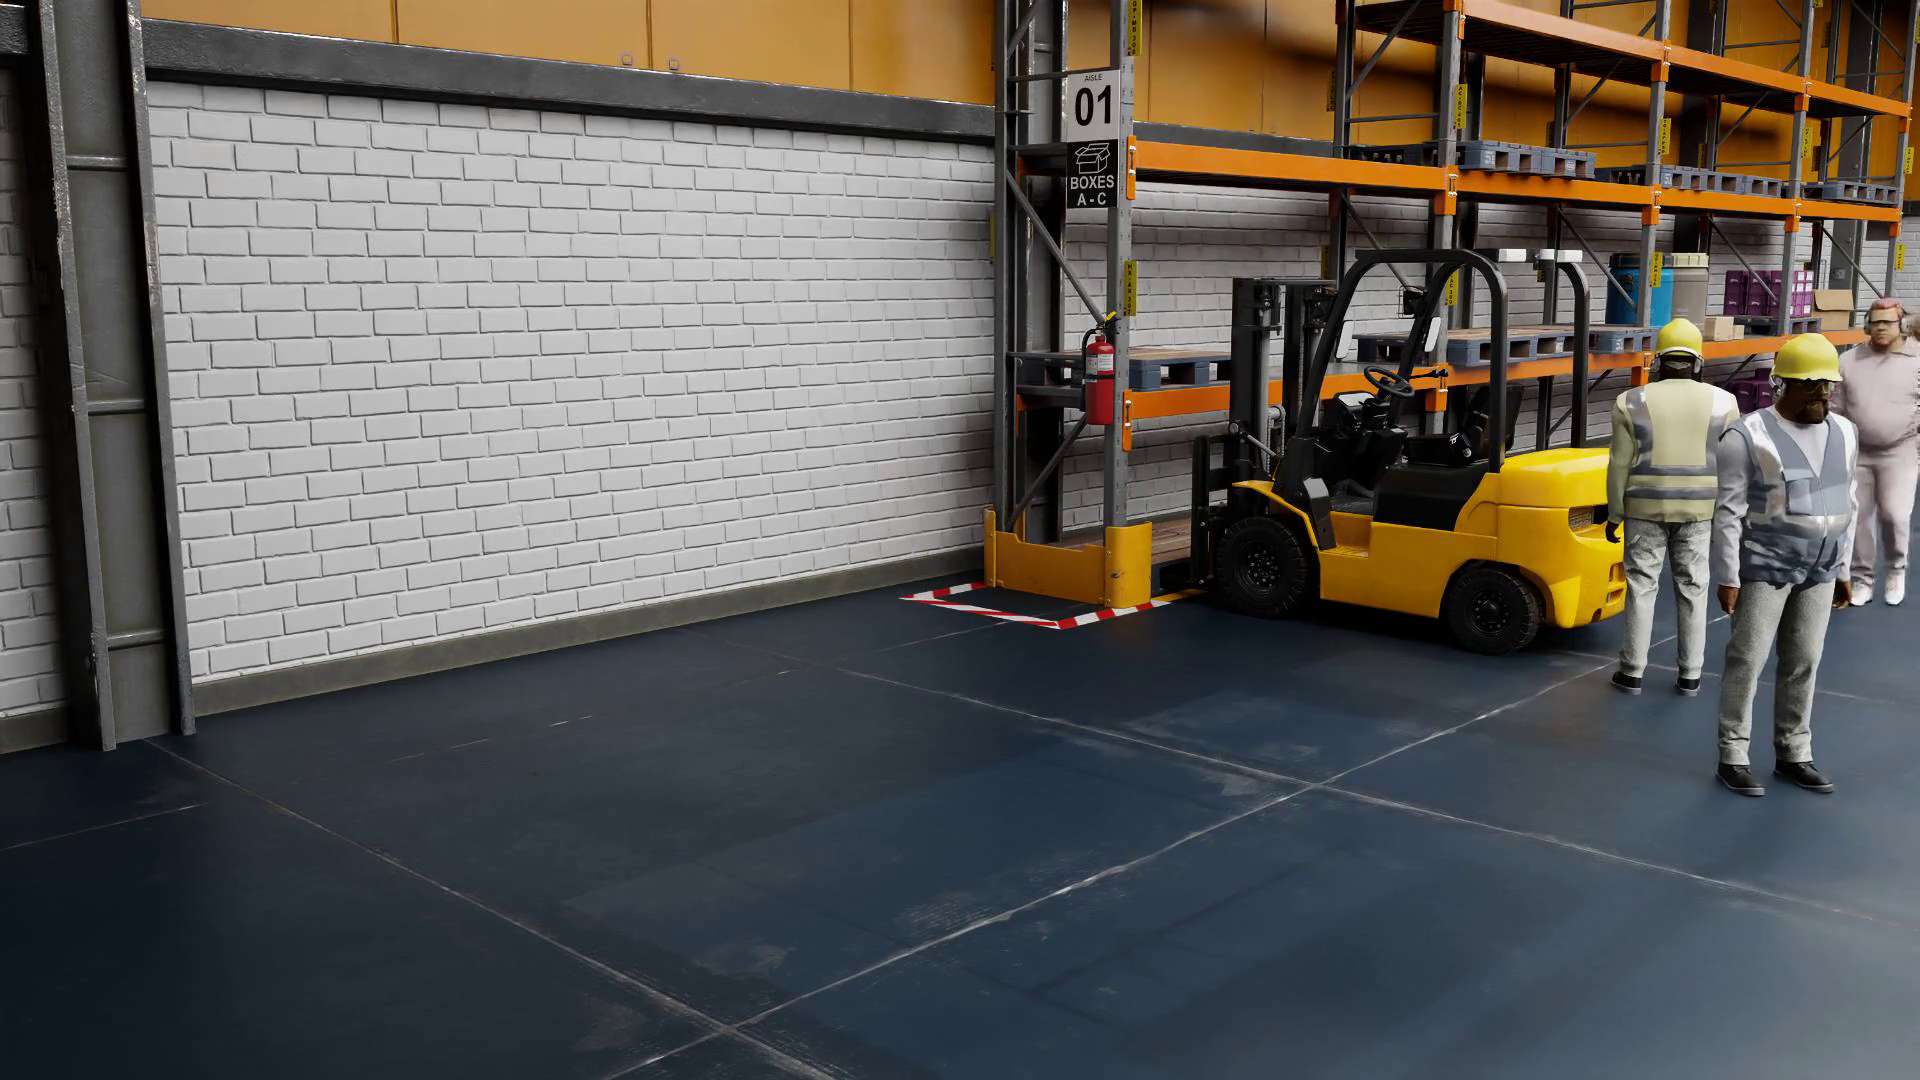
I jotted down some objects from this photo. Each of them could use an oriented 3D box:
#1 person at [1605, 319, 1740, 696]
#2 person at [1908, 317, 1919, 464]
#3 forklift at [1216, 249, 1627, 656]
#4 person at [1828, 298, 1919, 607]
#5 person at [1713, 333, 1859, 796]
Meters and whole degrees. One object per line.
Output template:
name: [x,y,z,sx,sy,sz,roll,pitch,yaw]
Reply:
person: [3.431,-0.149,8.064,0.591,1.833,0.403,2,9,11]
person: [10.434,-1.781,17.813,0.572,1.910,0.783,6,11,34]
forklift: [2.710,-0.584,9.626,2.313,2.155,1.214,9,13,43]
person: [5.595,-0.520,10.141,0.431,1.891,0.683,-9,13,-43]
person: [3.253,0.104,6.546,0.596,1.826,0.403,-2,9,-11]
